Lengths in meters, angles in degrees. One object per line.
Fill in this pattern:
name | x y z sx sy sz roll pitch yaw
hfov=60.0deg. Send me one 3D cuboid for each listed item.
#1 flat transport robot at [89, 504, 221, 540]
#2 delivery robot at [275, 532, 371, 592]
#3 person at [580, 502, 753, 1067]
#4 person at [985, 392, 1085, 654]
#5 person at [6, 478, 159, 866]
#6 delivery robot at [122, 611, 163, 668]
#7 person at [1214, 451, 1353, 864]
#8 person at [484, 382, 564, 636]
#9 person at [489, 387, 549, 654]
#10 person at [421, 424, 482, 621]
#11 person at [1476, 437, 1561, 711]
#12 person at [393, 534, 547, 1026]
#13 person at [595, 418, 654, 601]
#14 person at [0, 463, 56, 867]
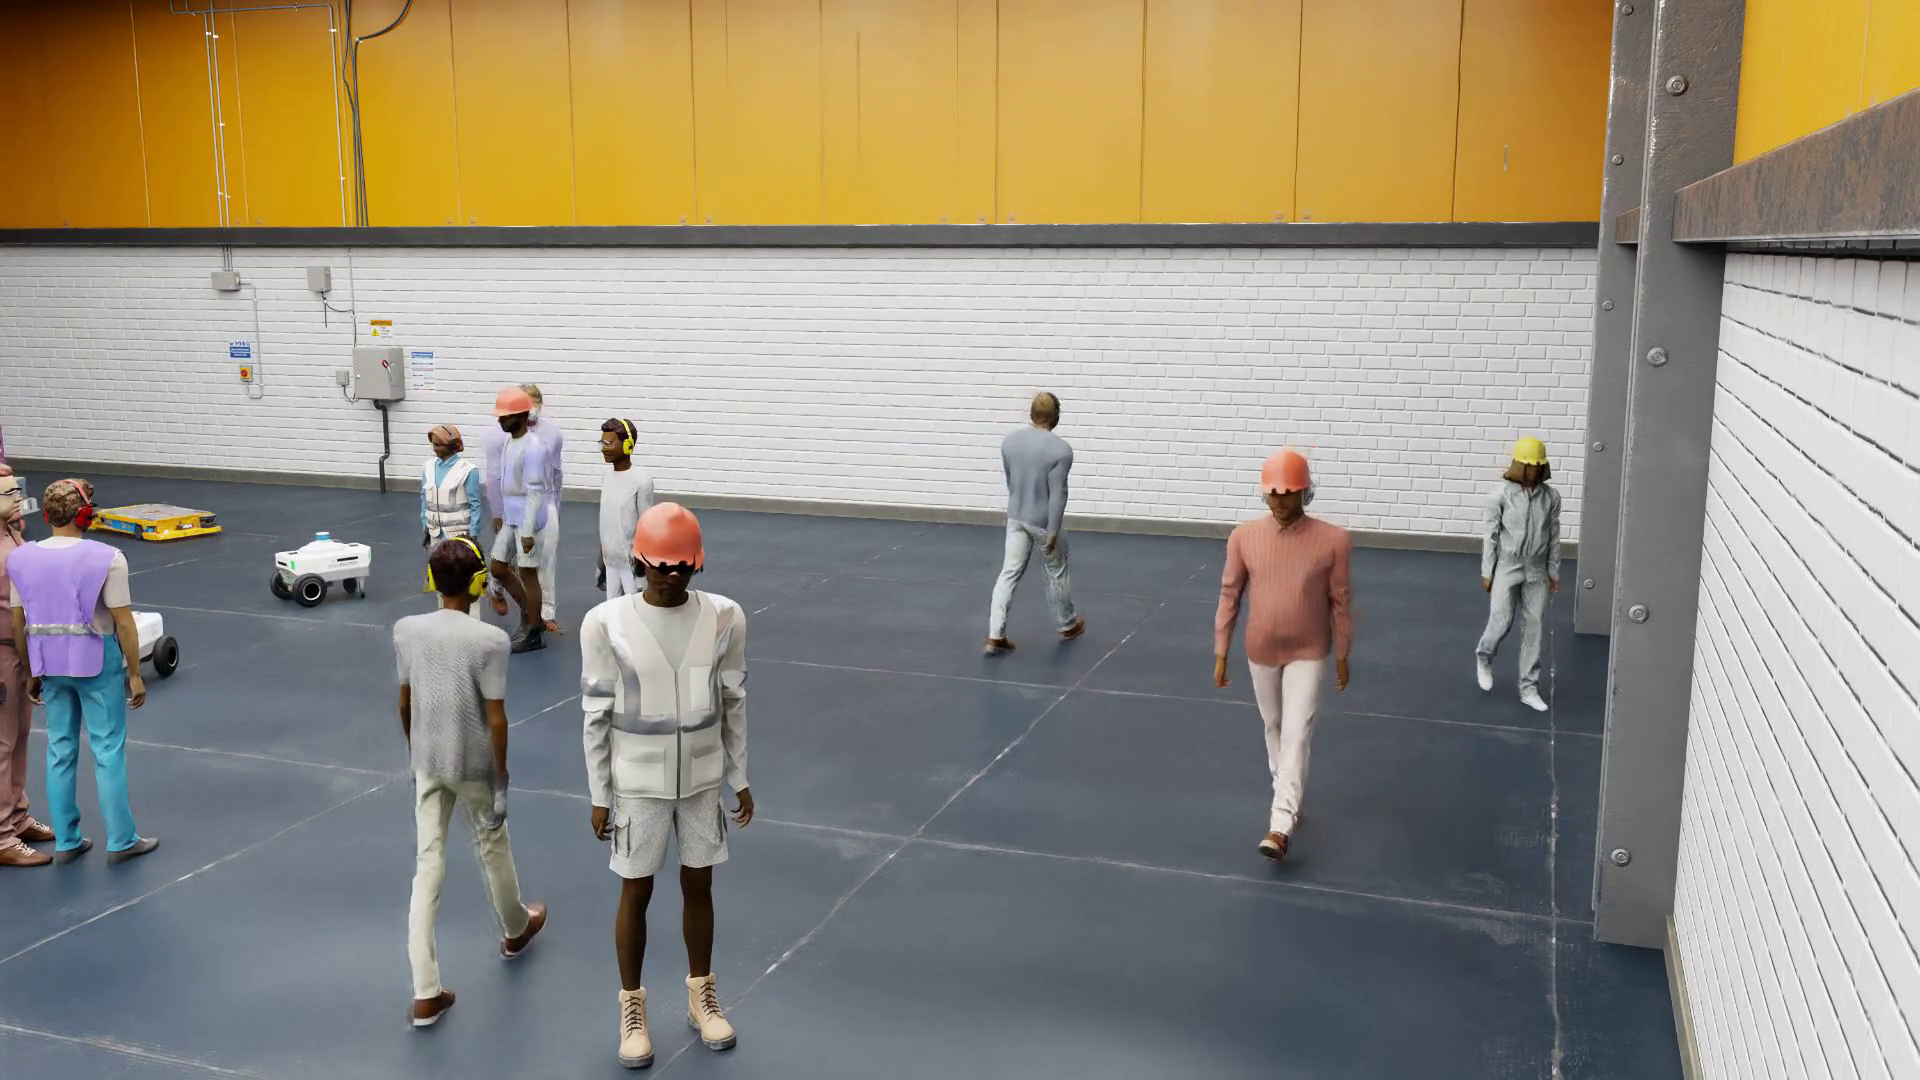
flat transport robot | -8.217 -0.196 16.908 1.431 0.197 0.652 7 12 35
delivery robot | -5.248 0.179 13.730 0.477 0.478 0.707 10 14 43
person | -1.033 0.865 5.971 0.605 2.034 0.389 -5 11 -24
person | 0.545 -0.128 12.024 0.632 1.886 1.054 7 12 33
person | -4.137 0.630 7.818 0.569 1.844 0.378 0 10 2
delivery robot | -5.605 0.650 11.053 0.477 0.478 0.707 -1 11 -1
person | 1.525 0.547 7.990 0.642 1.941 1.044 5 11 25
person | -3.334 -0.253 12.647 0.639 1.912 0.845 -8 13 -39
person | -3.148 -0.136 11.897 0.391 1.926 0.581 -7 13 -36
person | -3.710 -0.034 12.141 0.514 1.639 0.310 4 11 23
person | 3.577 0.195 10.599 0.490 1.732 0.570 -2 10 -9
person | -1.956 0.879 6.495 0.538 1.816 0.973 1 10 8
person | -2.099 0.170 10.341 0.512 1.872 0.328 9 13 40
person | -4.527 0.583 7.911 0.402 1.911 0.638 -2 10 -14
